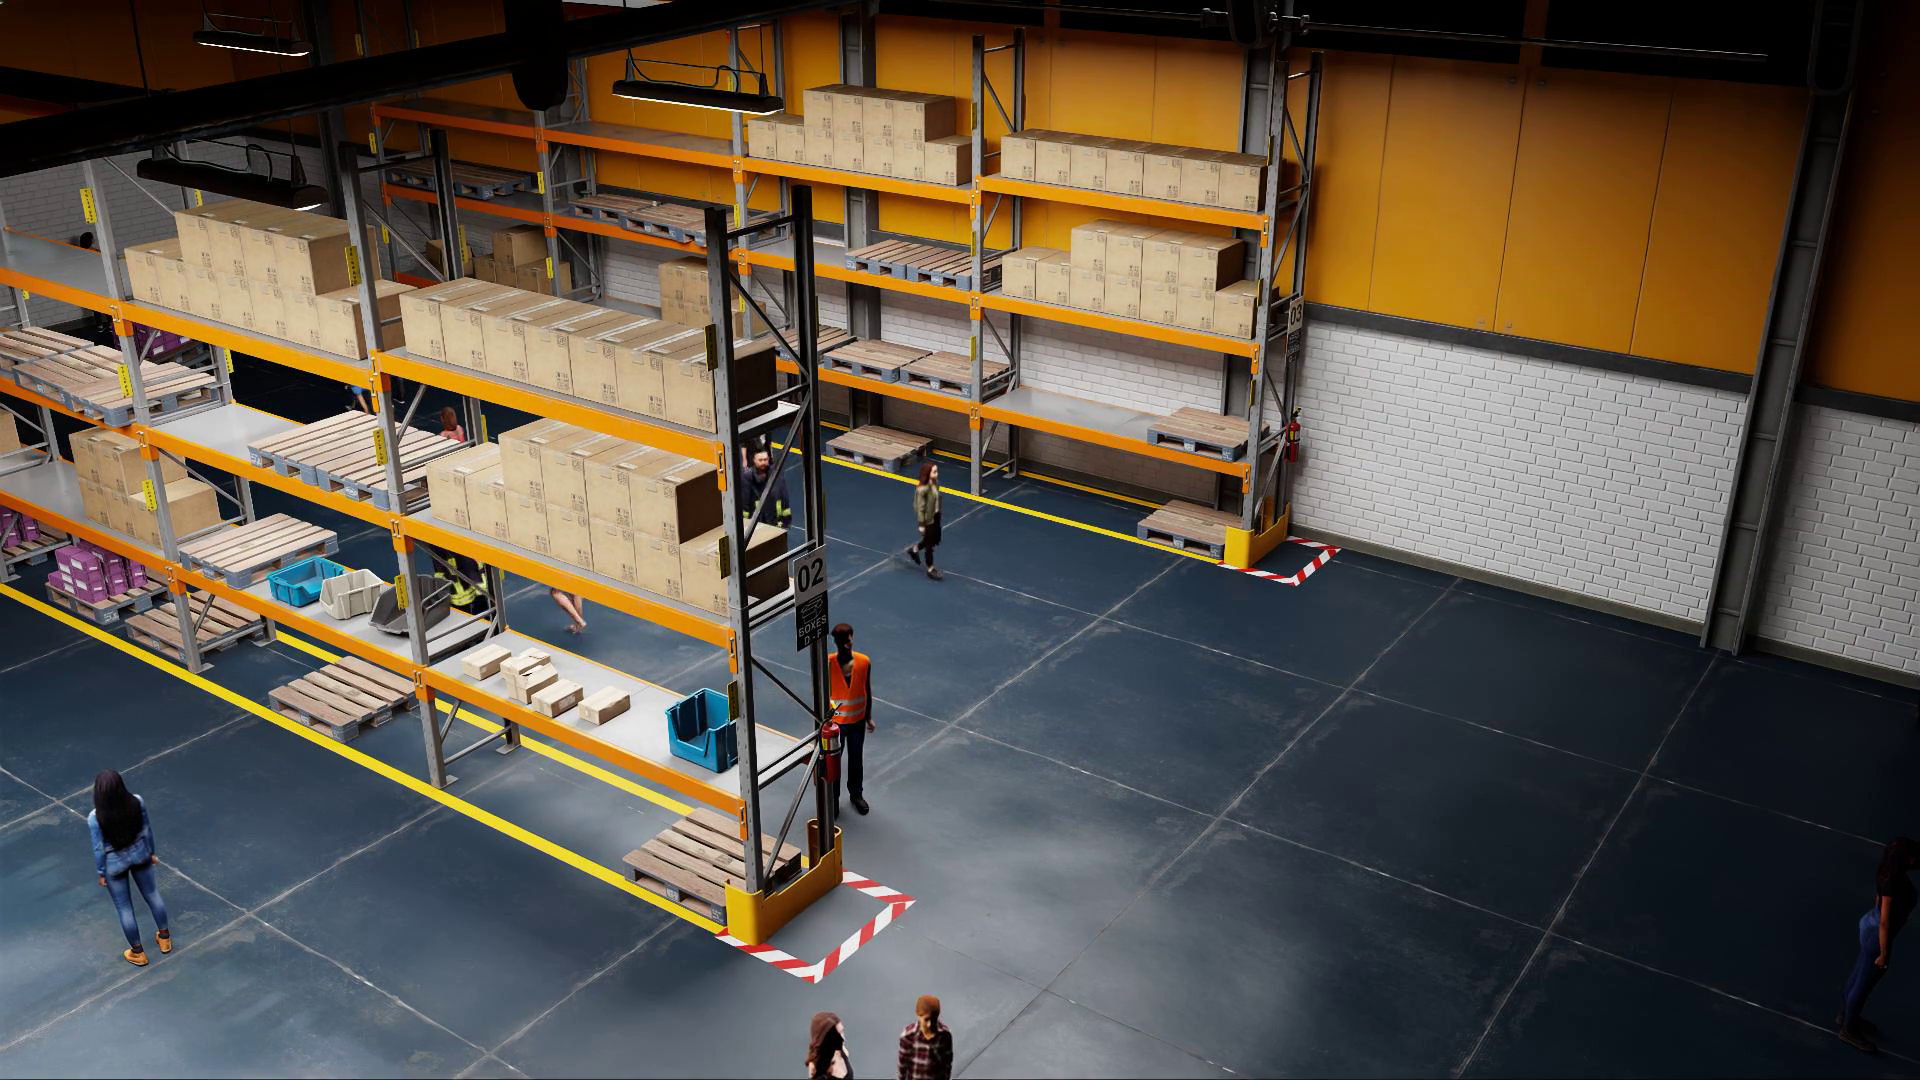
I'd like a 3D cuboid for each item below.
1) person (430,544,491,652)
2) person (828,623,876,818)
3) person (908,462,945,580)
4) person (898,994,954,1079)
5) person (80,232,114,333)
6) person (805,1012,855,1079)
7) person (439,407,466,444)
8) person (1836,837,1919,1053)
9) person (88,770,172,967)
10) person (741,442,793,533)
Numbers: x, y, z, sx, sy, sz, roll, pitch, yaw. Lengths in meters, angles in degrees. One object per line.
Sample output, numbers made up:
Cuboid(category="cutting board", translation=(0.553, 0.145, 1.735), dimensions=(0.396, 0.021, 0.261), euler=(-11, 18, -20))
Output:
Cuboid(category="person", translation=(-5.419, 0.349, 18.040), dimensions=(0.899, 1.814, 0.930), euler=(-15, 28, -30))
Cuboid(category="person", translation=(-1.045, 1.601, 15.083), dimensions=(0.794, 1.889, 0.836), euler=(-7, 24, -15))
Cuboid(category="person", translation=(-0.426, -0.253, 19.853), dimensions=(0.796, 1.465, 0.614), euler=(14, 27, 29))
Cuboid(category="person", translation=(-0.248, 3.597, 11.264), dimensions=(0.869, 1.289, 0.880), euler=(-1, 24, -3))
Cuboid(category="person", translation=(-15.198, -4.548, 29.297), dimensions=(0.636, 1.770, 0.747), euler=(2, 24, 4))
Cuboid(category="person", translation=(-0.831, 3.693, 10.473), dimensions=(0.601, 1.747, 0.634), euler=(8, 25, 18))
Cuboid(category="person", translation=(-6.353, -0.873, 20.974), dimensions=(0.626, 1.703, 0.657), euler=(9, 25, 20))
Cuboid(category="person", translation=(6.743, 2.930, 12.228), dimensions=(0.560, 1.740, 0.579), euler=(12, 26, 25))
Cuboid(category="person", translation=(-6.556, 2.560, 13.107), dimensions=(0.532, 1.713, 0.621), euler=(18, 30, 36))
Cuboid(category="person", translation=(-2.294, -0.286, 19.444), dimensions=(0.907, 1.851, 0.931), euler=(-10, 26, -22))
